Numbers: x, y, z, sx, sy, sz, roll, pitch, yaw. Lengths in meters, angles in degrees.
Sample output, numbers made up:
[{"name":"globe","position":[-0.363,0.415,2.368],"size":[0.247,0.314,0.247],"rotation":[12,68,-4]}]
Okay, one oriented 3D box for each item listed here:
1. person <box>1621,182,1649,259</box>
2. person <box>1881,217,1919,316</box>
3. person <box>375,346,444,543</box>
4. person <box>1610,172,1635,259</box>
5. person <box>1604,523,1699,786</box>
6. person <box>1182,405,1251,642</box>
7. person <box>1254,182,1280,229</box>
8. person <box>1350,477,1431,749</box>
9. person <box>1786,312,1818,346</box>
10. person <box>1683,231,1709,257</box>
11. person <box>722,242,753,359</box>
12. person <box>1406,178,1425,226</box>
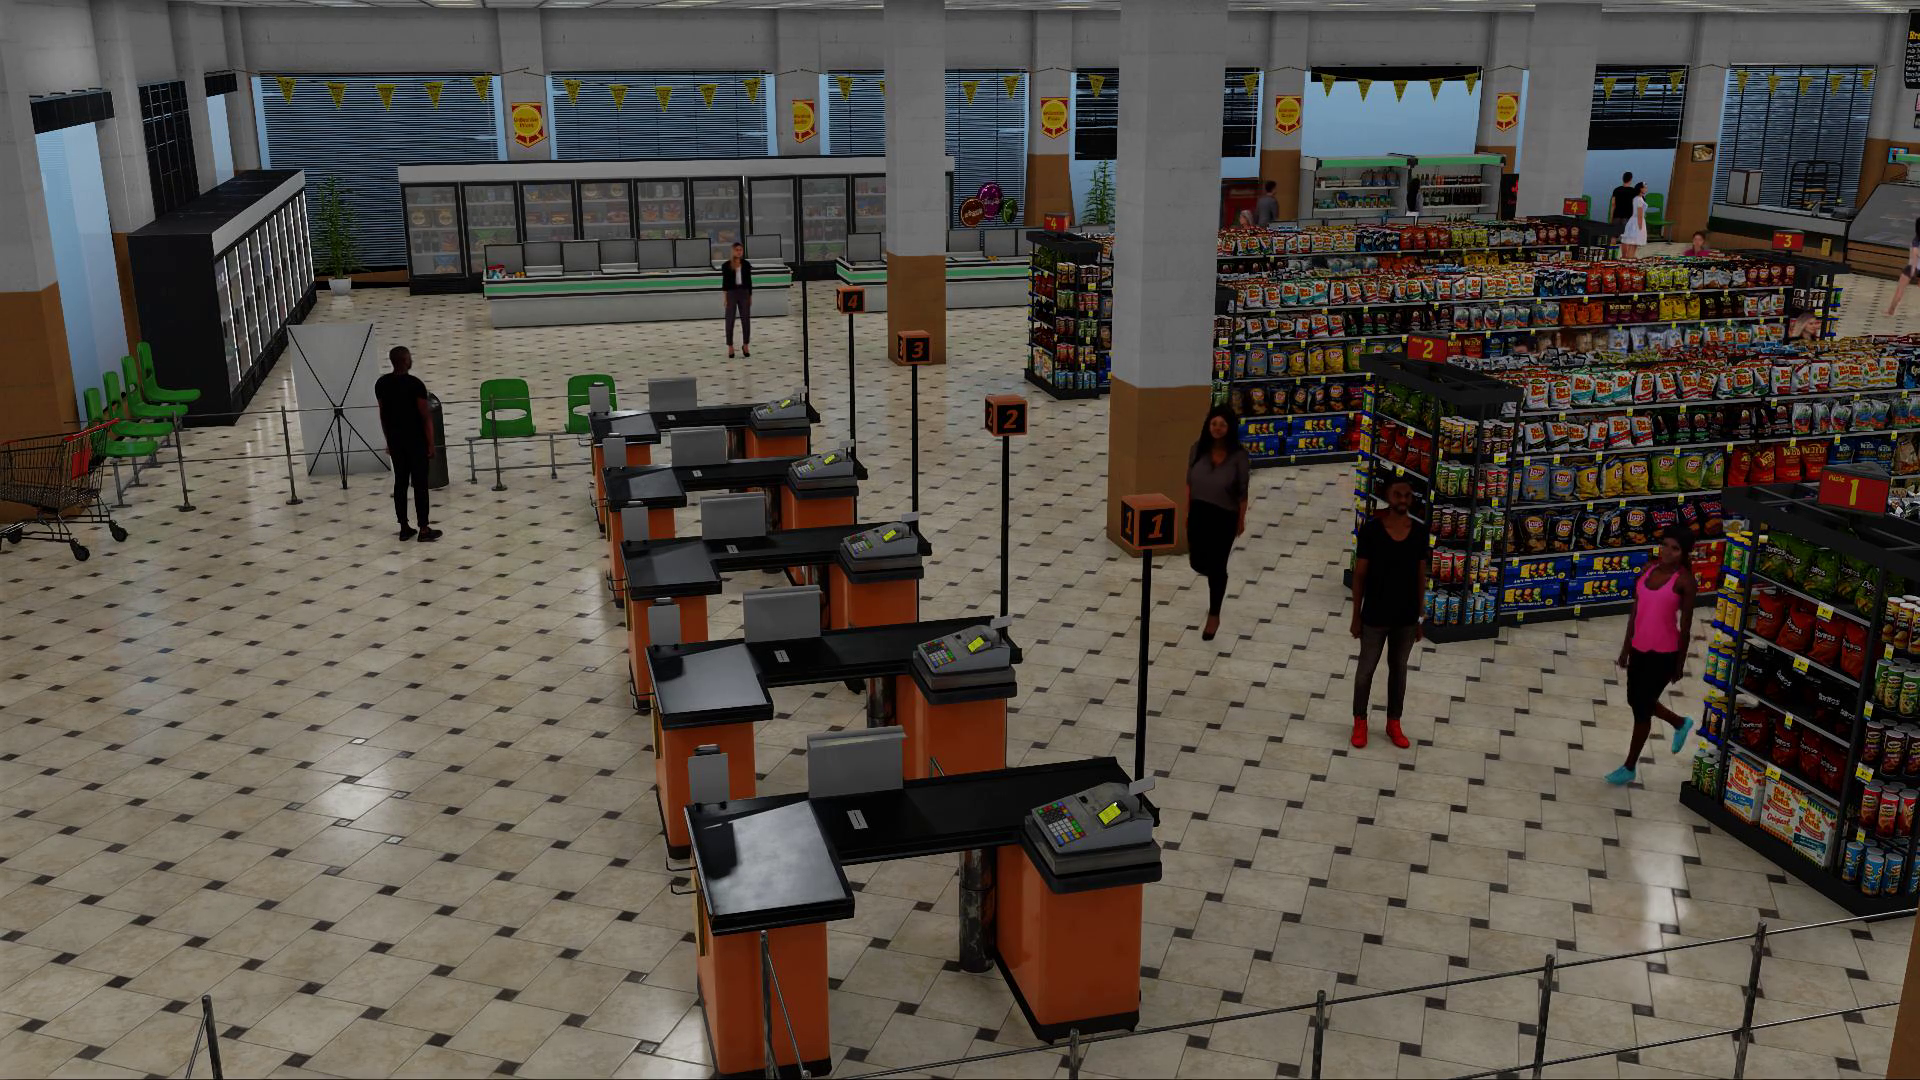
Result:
[{"name":"person","position":[13.134,-6.033,32.304],"size":[0.872,1.816,0.831],"rotation":[3,17,11]},{"name":"person","position":[15.776,-4.419,27.261],"size":[1.107,1.657,0.806],"rotation":[-7,18,-23]},{"name":"person","position":[-5.104,-0.891,15.364],"size":[0.668,1.818,0.803],"rotation":[4,17,14]},{"name":"person","position":[13.600,-6.616,34.149],"size":[0.765,1.858,0.807],"rotation":[11,20,33]},{"name":"person","position":[4.383,0.699,10.328],"size":[1.009,1.701,0.666],"rotation":[-7,18,-22]},{"name":"person","position":[2.002,-0.164,12.977],"size":[1.067,1.814,1.121],"rotation":[9,19,27]},{"name":"person","position":[5.793,-5.869,31.747],"size":[1.294,1.824,0.933],"rotation":[-10,19,-29]},{"name":"person","position":[2.813,0.467,10.917],"size":[0.561,1.803,0.748],"rotation":[0,17,-1]},{"name":"person","position":[9.058,-1.628,18.021],"size":[0.552,1.685,0.709],"rotation":[-9,19,-28]},{"name":"person","position":[11.195,-3.845,25.338],"size":[0.946,1.675,1.021],"rotation":[10,19,29]},{"name":"person","position":[-3.242,-3.496,24.201],"size":[0.485,1.668,0.667],"rotation":[-6,18,-19]},{"name":"person","position":[9.365,-6.606,34.349],"size":[0.577,1.724,0.644],"rotation":[-9,19,-27]}]
